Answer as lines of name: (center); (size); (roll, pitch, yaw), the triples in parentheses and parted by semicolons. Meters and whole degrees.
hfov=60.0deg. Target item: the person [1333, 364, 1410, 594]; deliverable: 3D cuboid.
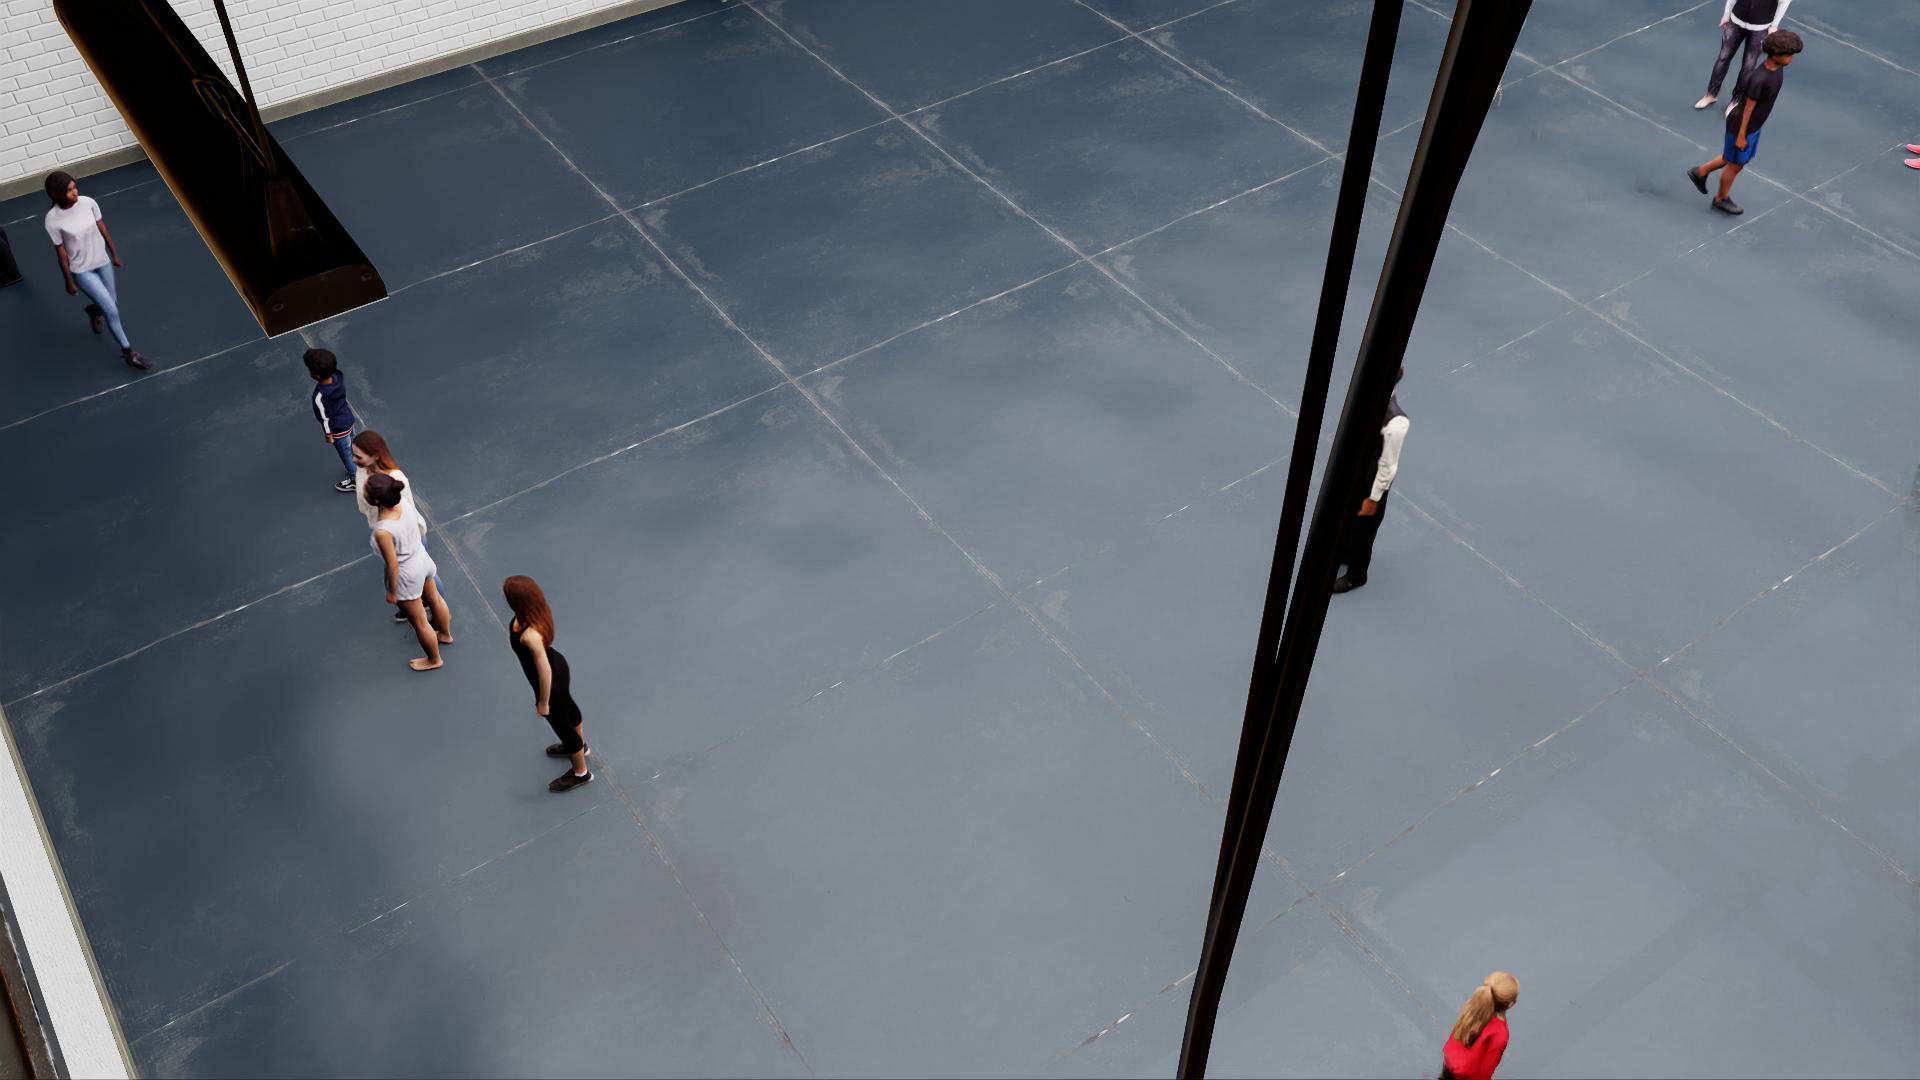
person: (2.707, -0.447, 11.048); (0.746, 1.918, 0.775); (-7, 44, -7)

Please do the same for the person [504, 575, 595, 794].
person: (-2.431, 0.823, 9.856); (0.640, 1.724, 0.636); (-7, 44, -7)

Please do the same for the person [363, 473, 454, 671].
person: (-3.520, 0.187, 10.612); (0.725, 1.601, 0.669); (6, 44, 6)

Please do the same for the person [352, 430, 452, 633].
person: (-3.638, -0.054, 10.800); (0.688, 1.692, 0.654); (28, 50, 26)

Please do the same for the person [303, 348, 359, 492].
person: (-4.496, -0.877, 12.005); (0.648, 1.221, 0.596); (4, 44, 4)

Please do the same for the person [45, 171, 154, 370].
person: (-6.845, -2.145, 12.995); (0.986, 1.691, 1.097); (23, 48, 23)

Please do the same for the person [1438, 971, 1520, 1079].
person: (2.508, 2.628, 8.298); (0.714, 1.259, 0.598); (-6, 44, -7)

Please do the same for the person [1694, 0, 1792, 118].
person: (7.519, -4.913, 15.805); (0.751, 1.822, 0.682); (29, 51, 27)

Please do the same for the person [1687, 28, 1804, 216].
person: (6.782, -3.659, 14.526); (0.783, 1.772, 0.820); (32, 52, 29)
